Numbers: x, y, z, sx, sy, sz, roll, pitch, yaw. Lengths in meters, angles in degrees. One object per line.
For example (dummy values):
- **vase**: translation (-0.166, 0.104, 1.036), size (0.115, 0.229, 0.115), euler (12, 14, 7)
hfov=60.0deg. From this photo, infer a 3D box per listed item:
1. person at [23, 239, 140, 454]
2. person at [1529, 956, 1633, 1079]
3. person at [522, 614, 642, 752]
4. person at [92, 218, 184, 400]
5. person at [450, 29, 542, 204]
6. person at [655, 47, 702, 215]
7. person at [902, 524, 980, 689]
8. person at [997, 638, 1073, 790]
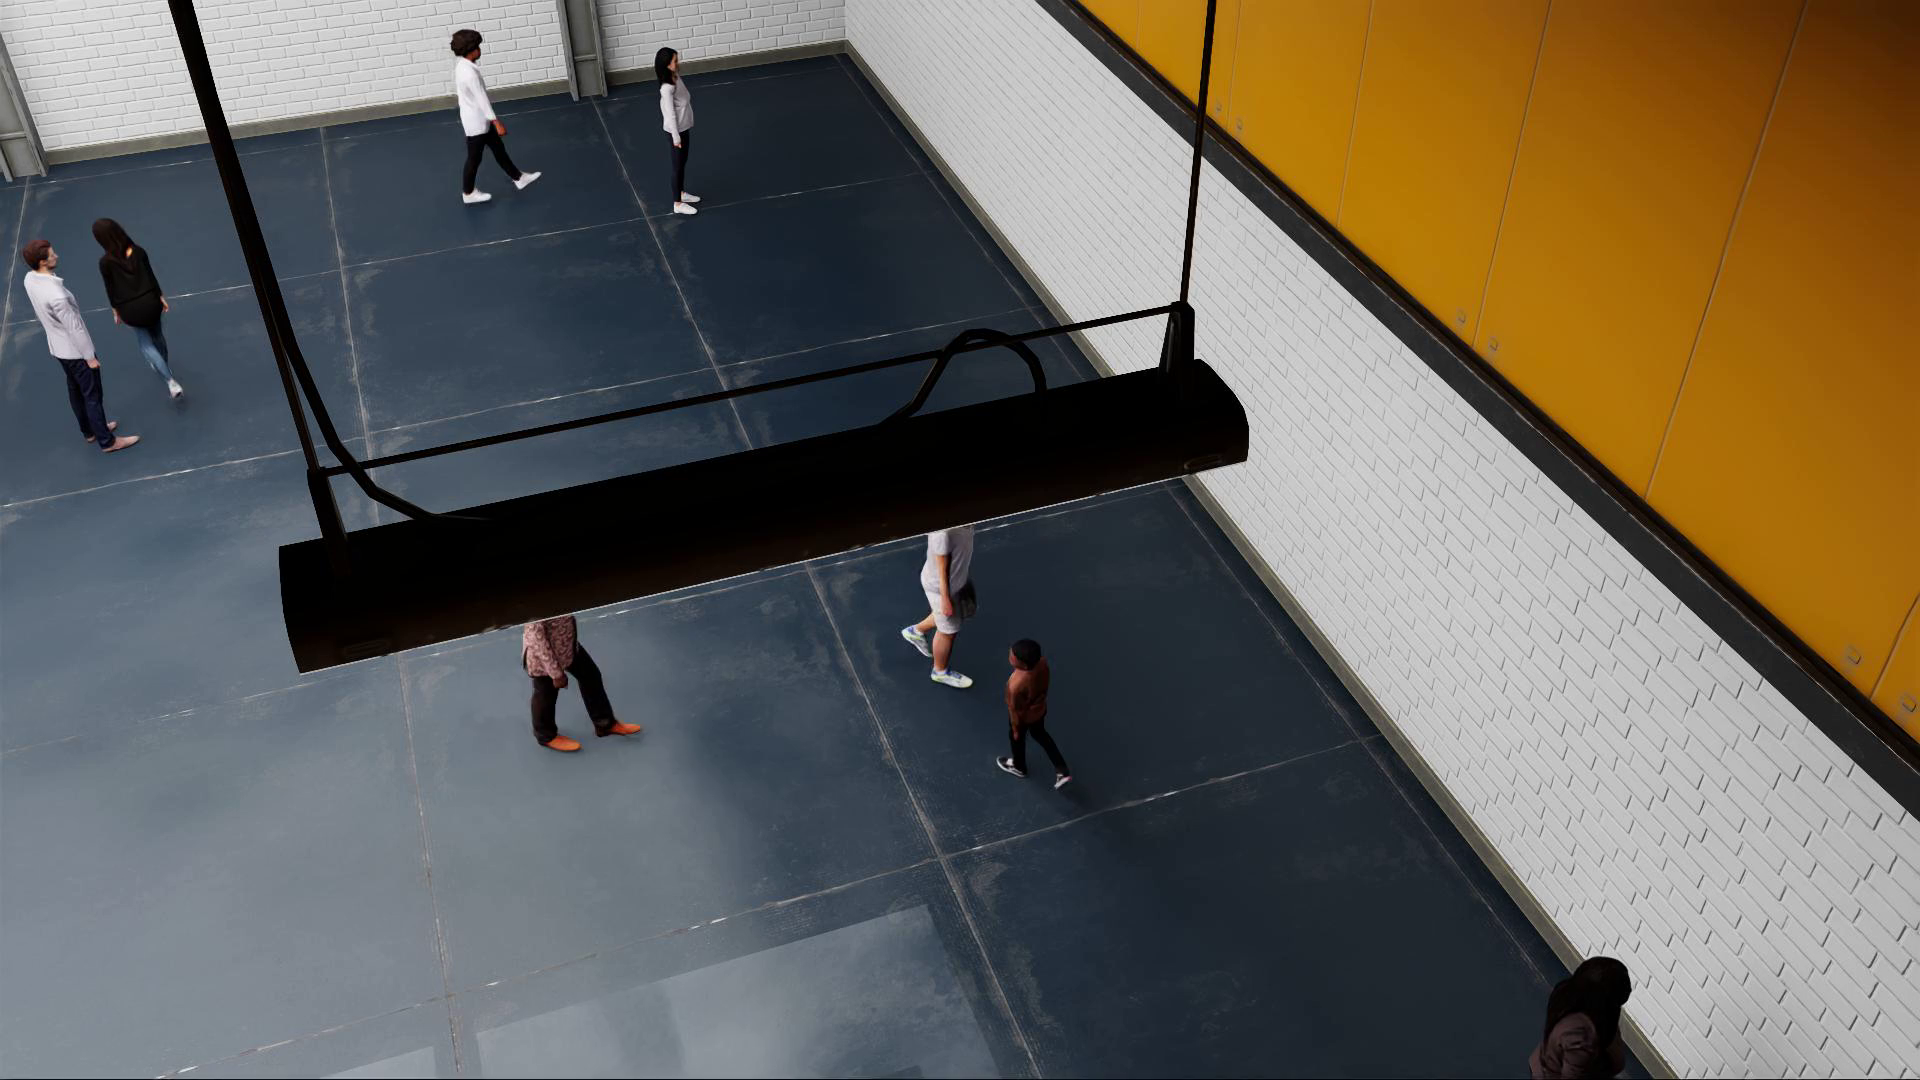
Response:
- **person**: translation (-7.129, -1.557, 13.324), size (0.762, 1.848, 0.753), euler (27, 46, 30)
- **person**: translation (2.894, 2.652, 8.063), size (0.771, 1.836, 0.749), euler (7, 39, 8)
- **person**: translation (-2.681, 0.661, 10.598), size (1.081, 1.783, 0.987), euler (7, 39, 9)
- **person**: translation (-6.872, -1.921, 13.965), size (1.035, 1.617, 0.938), euler (-32, 48, -34)
- **person**: translation (-4.935, -4.200, 16.696), size (1.045, 1.769, 0.646), euler (-11, 40, -14)
- **person**: translation (-2.836, -4.111, 16.640), size (0.670, 1.700, 0.691), euler (0, 39, 0)
- **person**: translation (-0.173, 0.227, 11.098), size (0.965, 1.838, 0.898), euler (12, 40, 15)
- **person**: translation (0.480, 1.112, 10.470), size (0.818, 1.238, 0.832), euler (30, 47, 32)
